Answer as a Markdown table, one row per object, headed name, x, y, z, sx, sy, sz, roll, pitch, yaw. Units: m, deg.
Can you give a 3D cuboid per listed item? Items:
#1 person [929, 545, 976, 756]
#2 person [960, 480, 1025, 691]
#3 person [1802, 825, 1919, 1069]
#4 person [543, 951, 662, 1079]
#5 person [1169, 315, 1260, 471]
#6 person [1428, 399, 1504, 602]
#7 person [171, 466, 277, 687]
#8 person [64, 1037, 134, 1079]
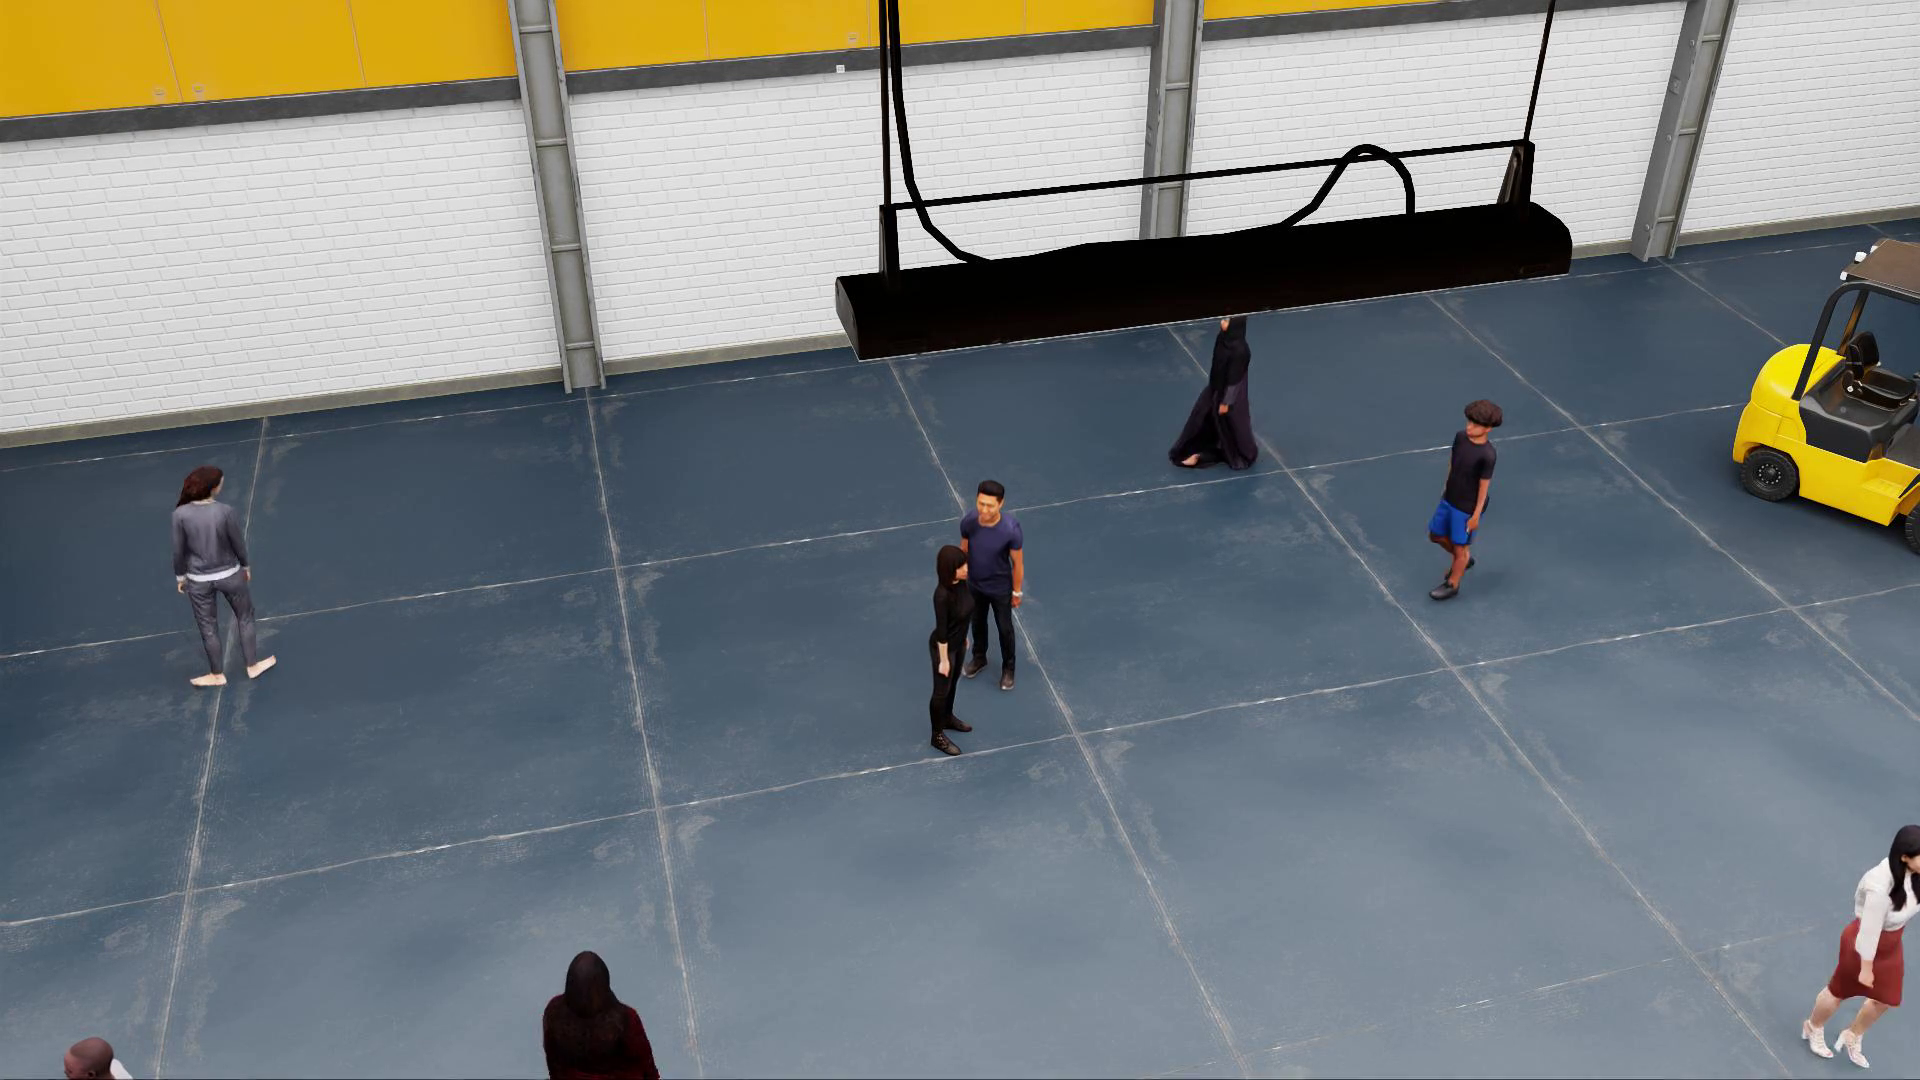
| name | x | y | z | sx | sy | sz | roll | pitch | yaw |
| --- | --- | --- | --- | --- | --- | --- | --- | --- | --- |
| person | -0.083 | 0.723 | 11.512 | 0.686 | 1.642 | 0.650 | 13 | 36 | 18 |
| person | 0.230 | 0.298 | 12.022 | 0.732 | 1.784 | 0.799 | 17 | 37 | 23 |
| person | 4.943 | 2.216 | 9.178 | 0.628 | 1.739 | 0.736 | -17 | 37 | -24 |
| person | -1.823 | 2.800 | 8.294 | 0.842 | 1.745 | 0.903 | 9 | 35 | 14 |
| person | 2.423 | -1.325 | 14.625 | 1.088 | 1.606 | 0.657 | -10 | 35 | -15 |
| person | 3.996 | -0.325 | 12.961 | 0.761 | 1.784 | 0.680 | -14 | 36 | -19 |
| person | -5.459 | 0.295 | 12.062 | 0.510 | 1.745 | 0.870 | -20 | 38 | -27 |
| person | -3.943 | 2.996 | 7.975 | 0.575 | 1.771 | 0.643 | -13 | 36 | -19 |
